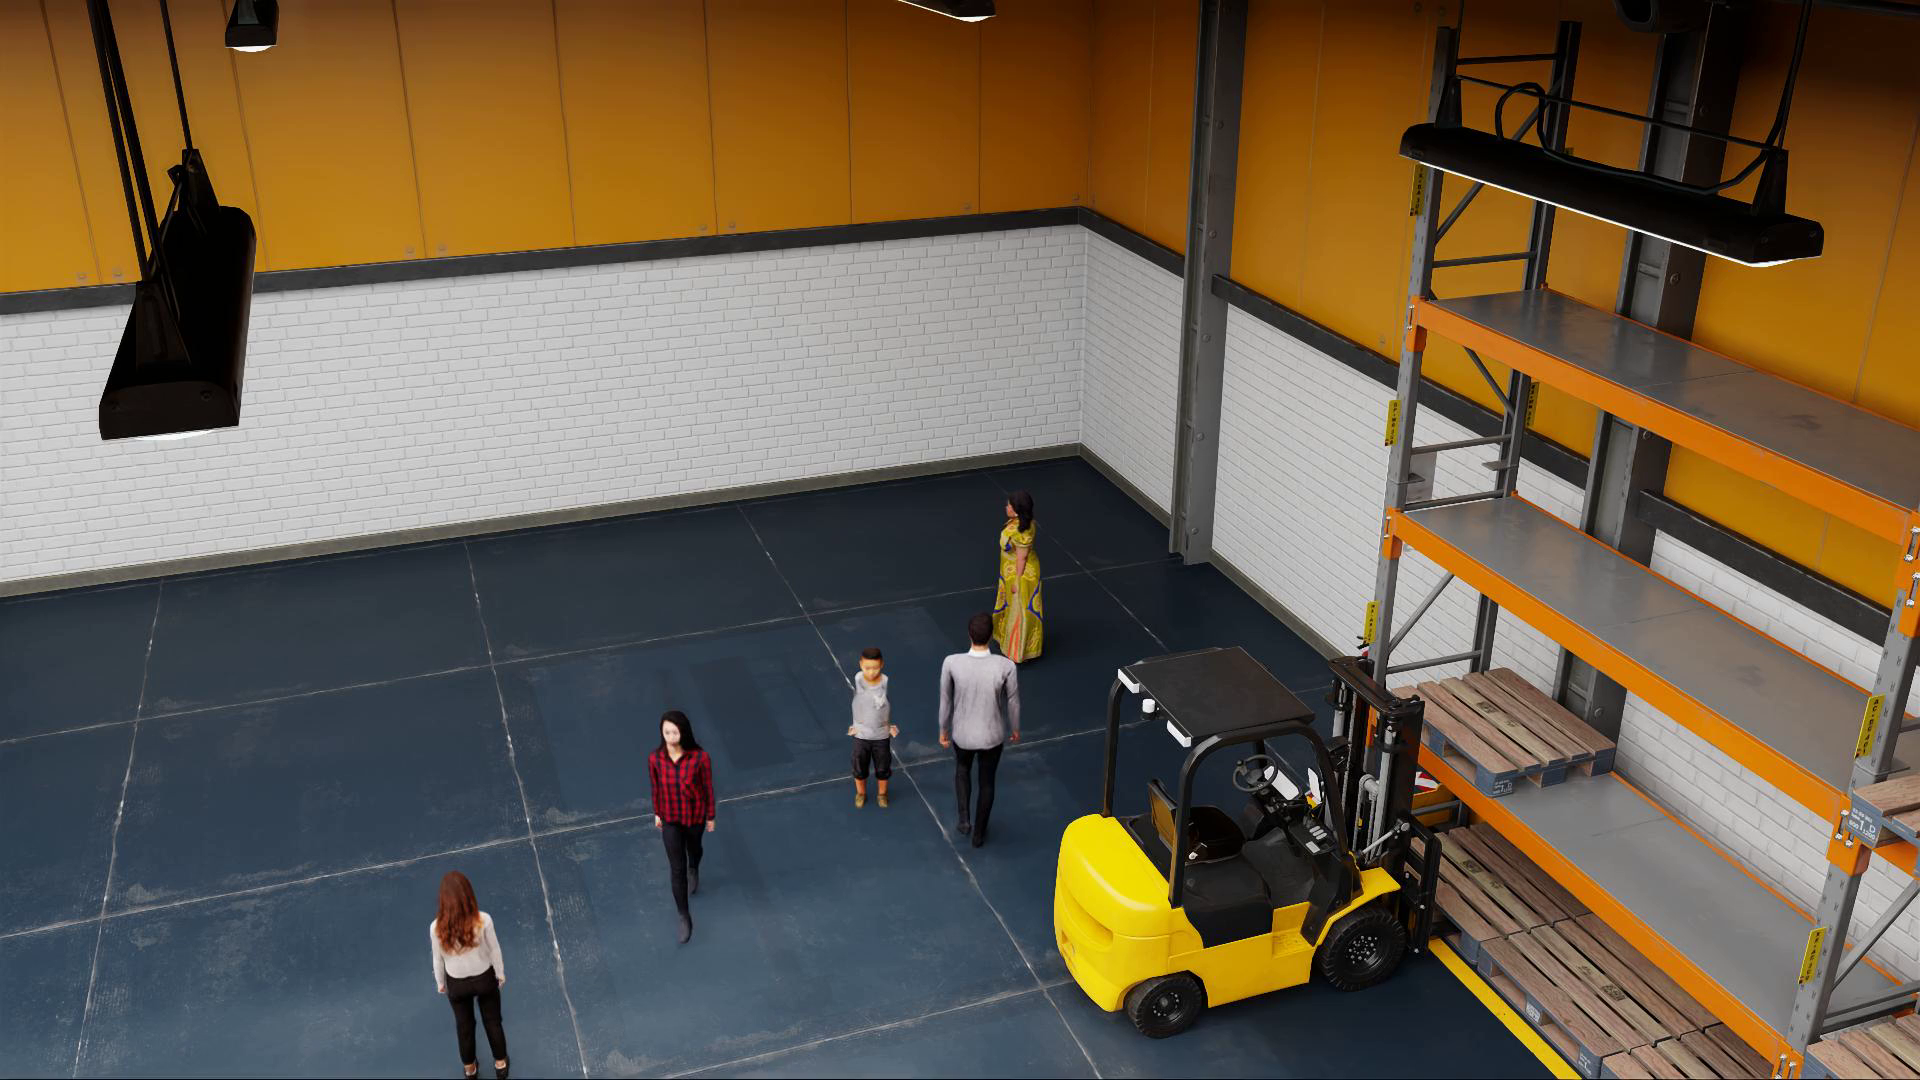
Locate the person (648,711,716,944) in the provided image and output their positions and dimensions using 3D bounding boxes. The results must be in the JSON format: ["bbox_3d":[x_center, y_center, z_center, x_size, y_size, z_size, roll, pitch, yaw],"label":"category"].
[{"bbox_3d":[-1.924,1.894,11.639,0.763,1.613,1.094,-2,24,-5],"label":"person"}]

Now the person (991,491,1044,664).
[{"bbox_3d":[0.552,0.314,15.196,1.032,1.660,0.889,1,24,2],"label":"person"}]

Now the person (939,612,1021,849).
[{"bbox_3d":[0.126,1.455,12.271,0.854,1.911,0.839,3,24,6],"label":"person"}]

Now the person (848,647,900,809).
[{"bbox_3d":[-0.692,1.418,12.933,0.604,1.450,0.578,0,24,0],"label":"person"}]

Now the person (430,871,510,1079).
[{"bbox_3d":[-2.963,2.665,10.043,0.579,1.480,0.539,-4,24,-10],"label":"person"}]
